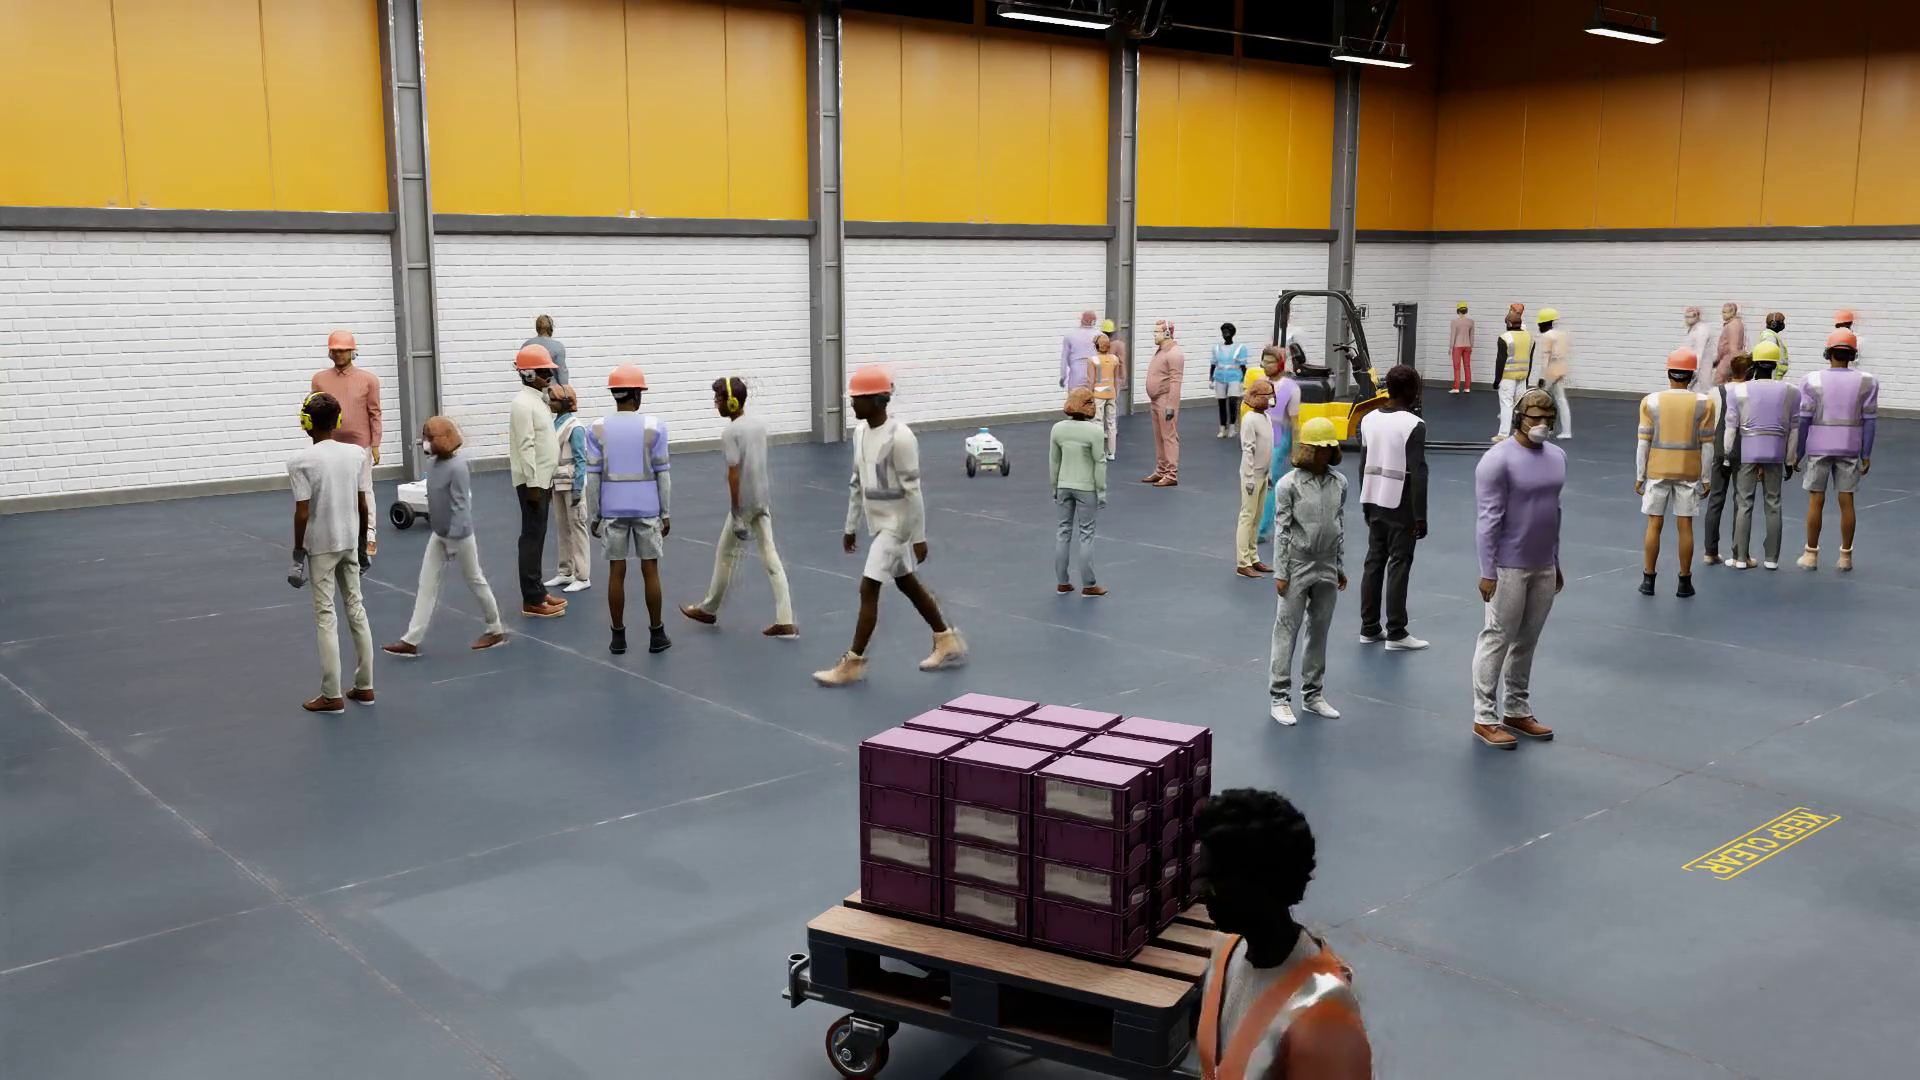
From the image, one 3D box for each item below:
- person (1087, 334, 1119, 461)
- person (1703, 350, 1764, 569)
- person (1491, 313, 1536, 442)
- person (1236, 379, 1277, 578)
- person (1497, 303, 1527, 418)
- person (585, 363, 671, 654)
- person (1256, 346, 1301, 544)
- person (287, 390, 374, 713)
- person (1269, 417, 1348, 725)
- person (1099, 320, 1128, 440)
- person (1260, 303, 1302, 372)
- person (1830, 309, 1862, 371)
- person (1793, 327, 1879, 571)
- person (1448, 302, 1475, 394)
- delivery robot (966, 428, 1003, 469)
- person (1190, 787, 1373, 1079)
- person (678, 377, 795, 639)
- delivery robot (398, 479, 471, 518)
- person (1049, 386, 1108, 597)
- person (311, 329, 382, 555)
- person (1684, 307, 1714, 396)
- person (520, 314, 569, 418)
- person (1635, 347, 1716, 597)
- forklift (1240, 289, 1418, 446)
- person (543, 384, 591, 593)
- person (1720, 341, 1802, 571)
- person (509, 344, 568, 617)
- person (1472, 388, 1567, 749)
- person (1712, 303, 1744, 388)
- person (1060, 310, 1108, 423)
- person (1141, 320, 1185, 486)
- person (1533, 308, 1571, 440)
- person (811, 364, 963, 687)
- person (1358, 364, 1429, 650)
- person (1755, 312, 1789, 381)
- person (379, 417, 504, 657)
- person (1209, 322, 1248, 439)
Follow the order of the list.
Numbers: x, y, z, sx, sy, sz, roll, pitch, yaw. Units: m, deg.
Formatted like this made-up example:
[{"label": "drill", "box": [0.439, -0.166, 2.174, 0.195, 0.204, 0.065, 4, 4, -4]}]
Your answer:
[{"label": "person", "box": [1.820, -1.811, 21.314, 0.511, 1.641, 0.309, -7, 12, -36]}, {"label": "person", "box": [6.555, -0.677, 14.078, 0.326, 1.843, 0.515, -9, 13, -41]}, {"label": "person", "box": [7.818, -2.295, 23.578, 0.623, 1.839, 0.429, -4, 11, -23]}, {"label": "person", "box": [2.458, -0.512, 13.726, 0.279, 1.634, 0.498, 5, 11, 29]}, {"label": "person", "box": [8.920, -2.864, 26.769, 0.356, 1.883, 0.573, 1, 10, 3]}, {"label": "person", "box": [-2.188, -0.202, 11.042, 0.545, 1.933, 0.376, -1, 10, -3]}, {"label": "person", "box": [2.918, -0.877, 15.314, 0.777, 1.826, 0.576, -5, 11, -28]}, {"label": "person", "box": [-3.650, 0.070, 9.627, 0.329, 1.873, 0.512, 7, 12, 34]}, {"label": "person", "box": [1.993, 0.172, 9.404, 0.492, 1.742, 0.321, -5, 11, -26]}, {"label": "person", "box": [2.125, -2.299, 23.931, 0.614, 1.717, 0.816, 7, 12, 35]}, {"label": "person", "box": [4.791, -2.589, 24.988, 0.495, 1.948, 0.606, -9, 13, -42]}, {"label": "person", "box": [12.041, -2.197, 22.766, 0.579, 1.912, 0.538, -2, 10, -12]}, {"label": "person", "box": [7.318, -0.756, 13.960, 0.609, 2.044, 0.397, 3, 10, 17]}, {"label": "person", "box": [9.629, -3.695, 31.985, 0.533, 1.765, 0.322, -3, 10, -17]}, {"label": "delivery robot", "box": [0.293, -1.108, 20.097, 0.477, 0.478, 0.707, -2, 10, -10]}, {"label": "person", "box": [0.609, 1.282, 3.140, 0.362, 1.661, 0.547, -2, 10, -13]}, {"label": "person", "box": [-1.541, -0.228, 11.541, 0.995, 1.804, 0.554, 6, 11, 32]}, {"label": "delivery robot", "box": [-5.085, -0.426, 16.103, 0.707, 0.478, 0.477, 5, 11, 25]}, {"label": "person", "box": [0.921, -0.375, 12.923, 0.500, 1.633, 0.286, 8, 12, 38]}, {"label": "person", "box": [-5.401, -0.850, 14.646, 0.612, 1.997, 0.375, -1, 10, -5]}, {"label": "person", "box": [11.482, -2.702, 25.971, 1.004, 1.831, 0.653, 1, 10, 5]}, {"label": "person", "box": [-4.980, -1.743, 20.043, 0.631, 1.939, 0.370, 3, 10, 19]}, {"label": "person", "box": [5.531, -0.522, 12.893, 0.551, 1.936, 0.356, 4, 11, 23]}, {"label": "forklift", "box": [5.034, -2.339, 22.783, 2.313, 2.155, 1.214, 3, 10, 16]}, {"label": "person", "box": [-3.103, -0.411, 13.115, 0.312, 1.642, 0.512, -8, 12, -39]}, {"label": "person", "box": [6.708, -0.701, 13.976, 0.588, 1.928, 0.384, 2, 10, 12]}, {"label": "person", "box": [-3.109, -0.437, 12.231, 0.379, 1.996, 0.611, -1, 10, -7]}, {"label": "person", "box": [3.027, 0.147, 8.983, 0.635, 1.936, 0.354, -6, 11, -32]}, {"label": "person", "box": [12.345, -2.877, 26.819, 0.719, 1.881, 0.687, 6, 12, 33]}, {"label": "person", "box": [1.746, -2.300, 23.473, 0.687, 1.890, 0.395, 0, 10, -1]}, {"label": "person", "box": [2.333, -1.573, 19.144, 0.408, 1.908, 0.646, -2, 10, -13]}, {"label": "person", "box": [8.469, -2.374, 23.905, 0.751, 1.880, 0.702, 8, 12, 39]}, {"label": "person", "box": [-0.416, -0.106, 10.346, 1.061, 1.988, 0.620, -5, 11, -27]}, {"label": "person", "box": [2.911, -0.219, 11.181, 0.384, 1.918, 0.596, -5, 11, -27]}, {"label": "person", "box": [11.552, -2.317, 23.686, 0.429, 1.844, 0.627, 4, 10, 20]}, {"label": "person", "box": [-3.396, -0.017, 10.941, 0.520, 1.579, 0.845, 9, 13, 43]}, {"label": "person", "box": [3.832, -2.284, 23.956, 0.563, 1.681, 0.515, 5, 11, 27]}]
